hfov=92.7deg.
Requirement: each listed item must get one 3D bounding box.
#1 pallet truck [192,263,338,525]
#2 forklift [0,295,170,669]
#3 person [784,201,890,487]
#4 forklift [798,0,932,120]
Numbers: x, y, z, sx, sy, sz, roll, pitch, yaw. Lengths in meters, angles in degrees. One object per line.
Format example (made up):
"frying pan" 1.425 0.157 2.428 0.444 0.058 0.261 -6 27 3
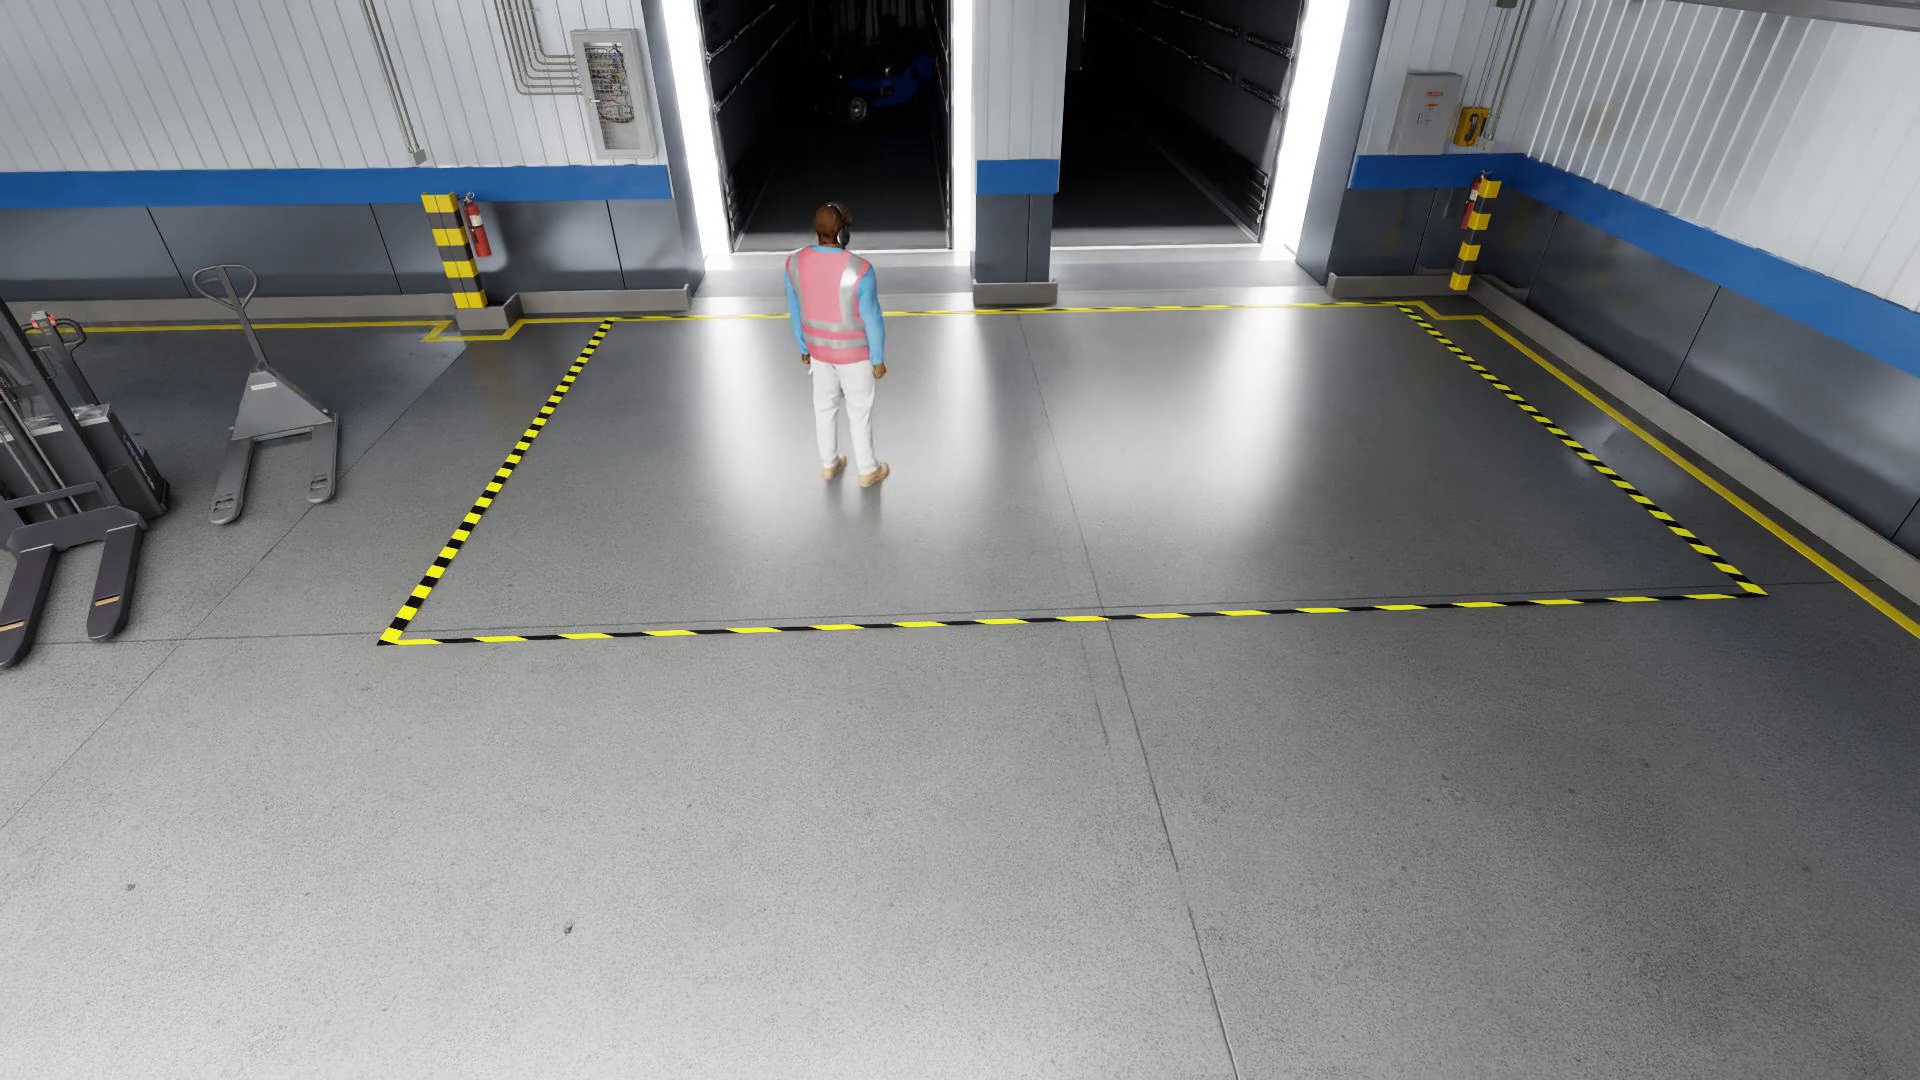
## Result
"pallet truck" -4.778 -1.027 6.128 0.680 1.201 1.601 -17 38 -23
"forklift" -5.212 -0.618 4.878 0.823 1.965 1.885 -20 39 -26
"person" -0.752 -1.208 5.861 0.632 1.841 0.429 13 37 18
"forklift" -1.592 -8.691 16.166 2.680 2.036 1.157 -27 43 -33
